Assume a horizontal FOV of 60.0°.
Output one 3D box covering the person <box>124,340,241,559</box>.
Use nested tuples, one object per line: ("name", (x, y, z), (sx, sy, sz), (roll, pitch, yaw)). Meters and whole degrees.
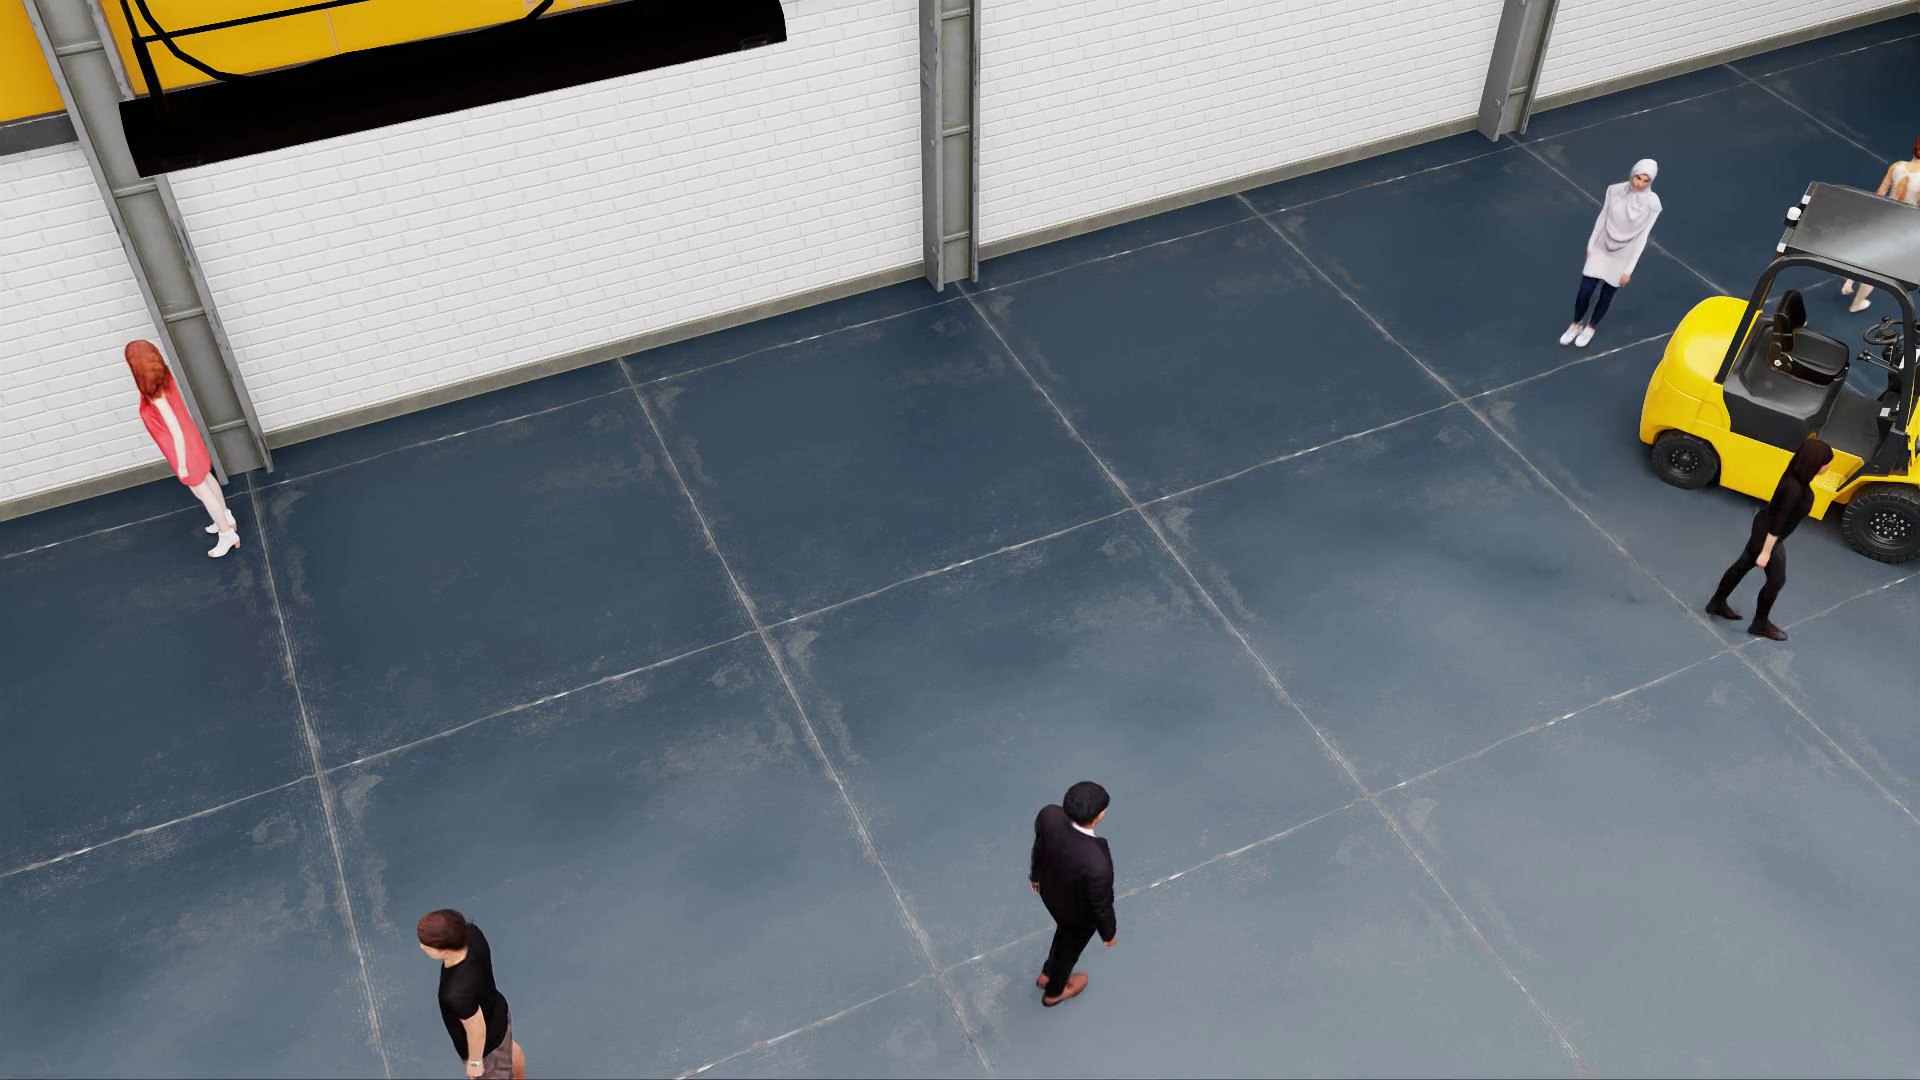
("person", (-5.407, -0.646, 11.582), (0.525, 1.826, 0.615), (-14, 45, -15))

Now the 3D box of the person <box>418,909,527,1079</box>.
("person", (-2.399, 2.424, 8.334), (0.656, 1.862, 0.734), (-8, 44, -9))

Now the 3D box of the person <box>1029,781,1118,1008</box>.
("person", (0.517, 1.939, 8.836), (0.659, 1.871, 0.763), (-25, 49, -24))

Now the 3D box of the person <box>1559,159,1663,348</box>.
("person", (5.308, -2.315, 13.382), (0.739, 1.759, 0.768), (33, 53, 30))

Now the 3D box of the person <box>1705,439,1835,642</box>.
("person", (5.326, -0.053, 11.102), (0.900, 1.629, 0.847), (16, 46, 16))

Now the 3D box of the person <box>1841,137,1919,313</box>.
("person", (7.655, -2.580, 13.752), (0.569, 1.634, 0.590), (-22, 48, -22))
